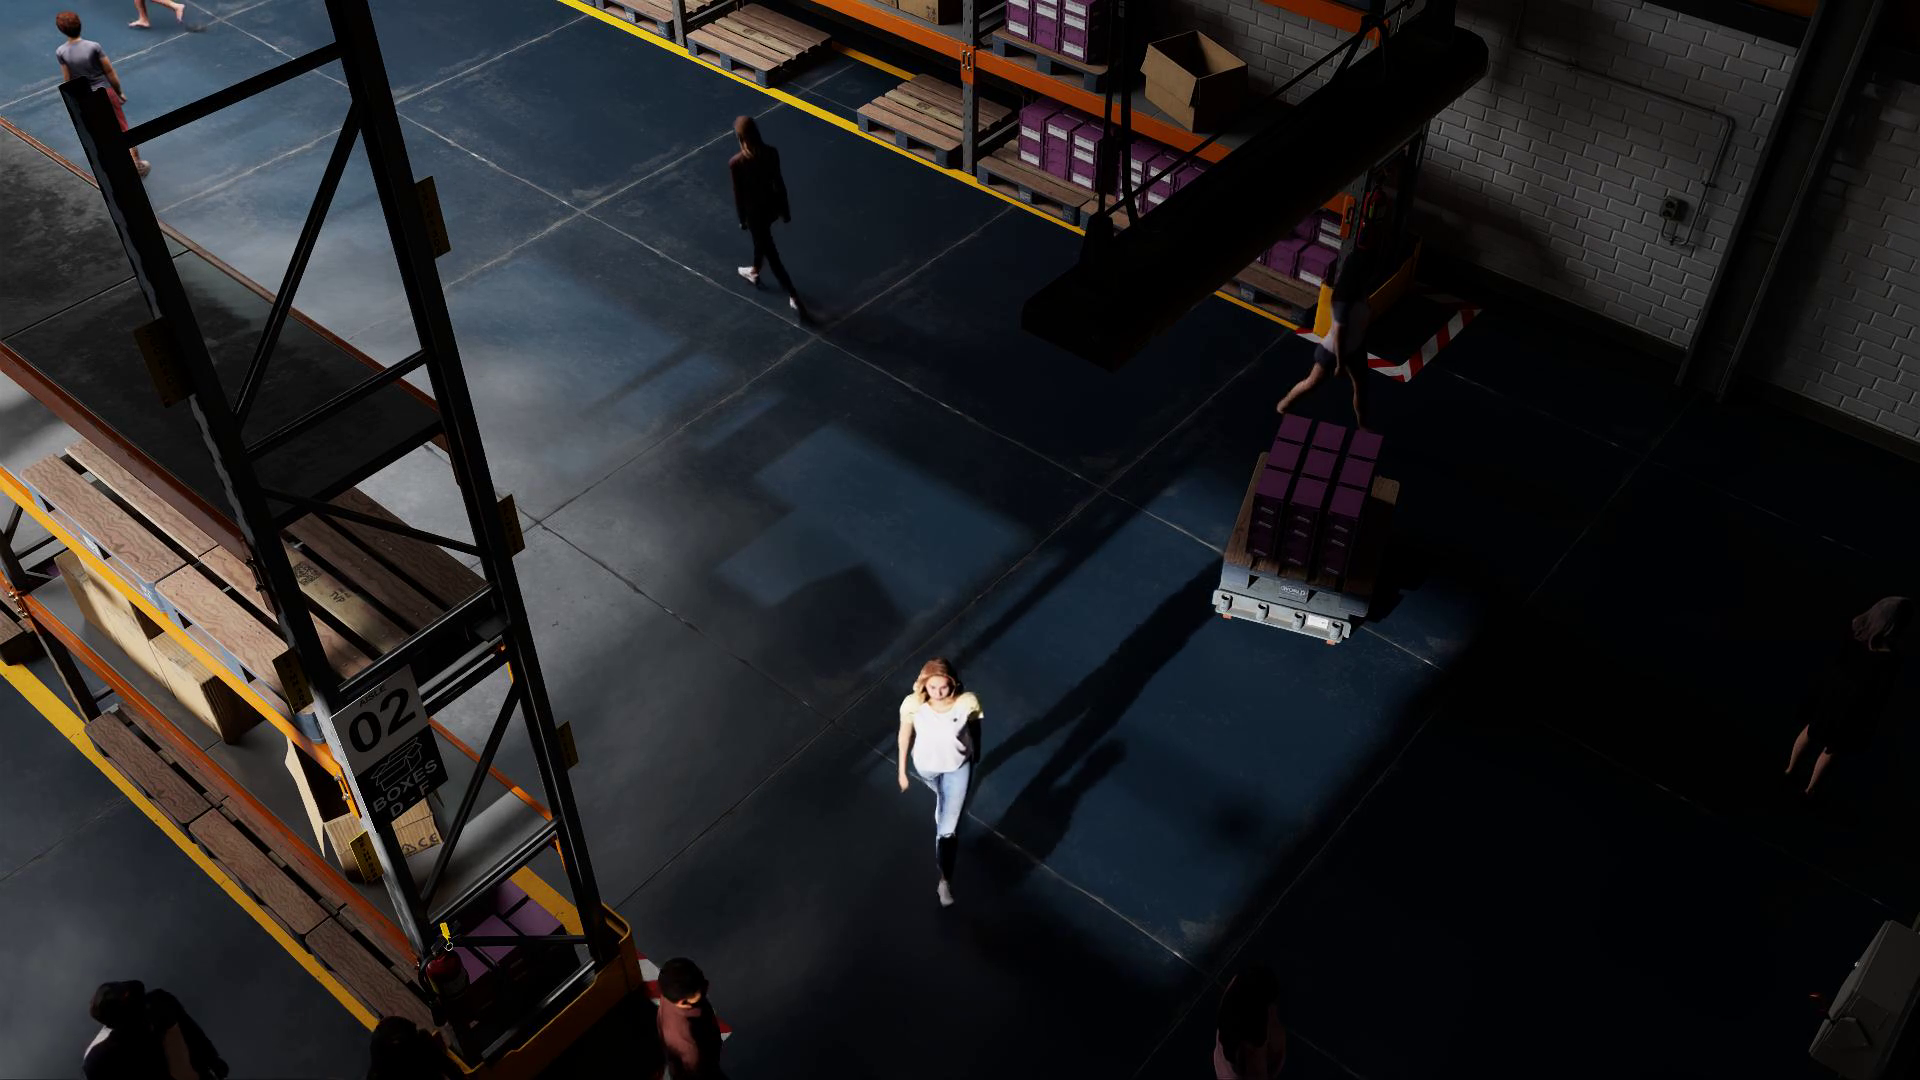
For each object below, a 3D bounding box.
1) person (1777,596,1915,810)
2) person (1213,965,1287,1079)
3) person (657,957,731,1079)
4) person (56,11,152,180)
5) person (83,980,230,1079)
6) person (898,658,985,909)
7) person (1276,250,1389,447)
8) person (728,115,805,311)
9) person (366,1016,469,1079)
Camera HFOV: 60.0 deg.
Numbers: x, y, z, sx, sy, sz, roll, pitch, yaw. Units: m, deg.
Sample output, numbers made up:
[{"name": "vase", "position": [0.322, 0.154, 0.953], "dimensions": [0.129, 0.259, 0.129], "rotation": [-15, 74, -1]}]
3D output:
[{"name": "person", "position": [5.315, 0.967, 9.953], "dimensions": [0.754, 1.747, 0.660], "rotation": [-13, 45, -13]}, {"name": "person", "position": [1.365, 2.626, 8.164], "dimensions": [0.750, 1.812, 0.679], "rotation": [-5, 44, -6]}, {"name": "person", "position": [-1.395, 2.630, 8.211], "dimensions": [1.064, 1.740, 1.131], "rotation": [-15, 46, -16]}, {"name": "person", "position": [-7.934, -4.064, 15.302], "dimensions": [0.658, 1.651, 0.670], "rotation": [-15, 46, -15]}, {"name": "person", "position": [-3.881, 2.657, 8.082], "dimensions": [1.040, 1.880, 0.843], "rotation": [23, 48, 22]}, {"name": "person", "position": [-0.120, 1.241, 9.728], "dimensions": [1.163, 1.659, 1.186], "rotation": [-1, 44, -1]}, {"name": "person", "position": [2.803, -1.462, 12.567], "dimensions": [1.168, 1.657, 0.722], "rotation": [22, 48, 22]}, {"name": "person", "position": [-1.591, -2.660, 13.831], "dimensions": [0.699, 1.647, 1.152], "rotation": [-30, 51, -27]}, {"name": "person", "position": [-2.675, 2.786, 8.095], "dimensions": [0.758, 1.675, 0.708], "rotation": [14, 45, 14]}]
